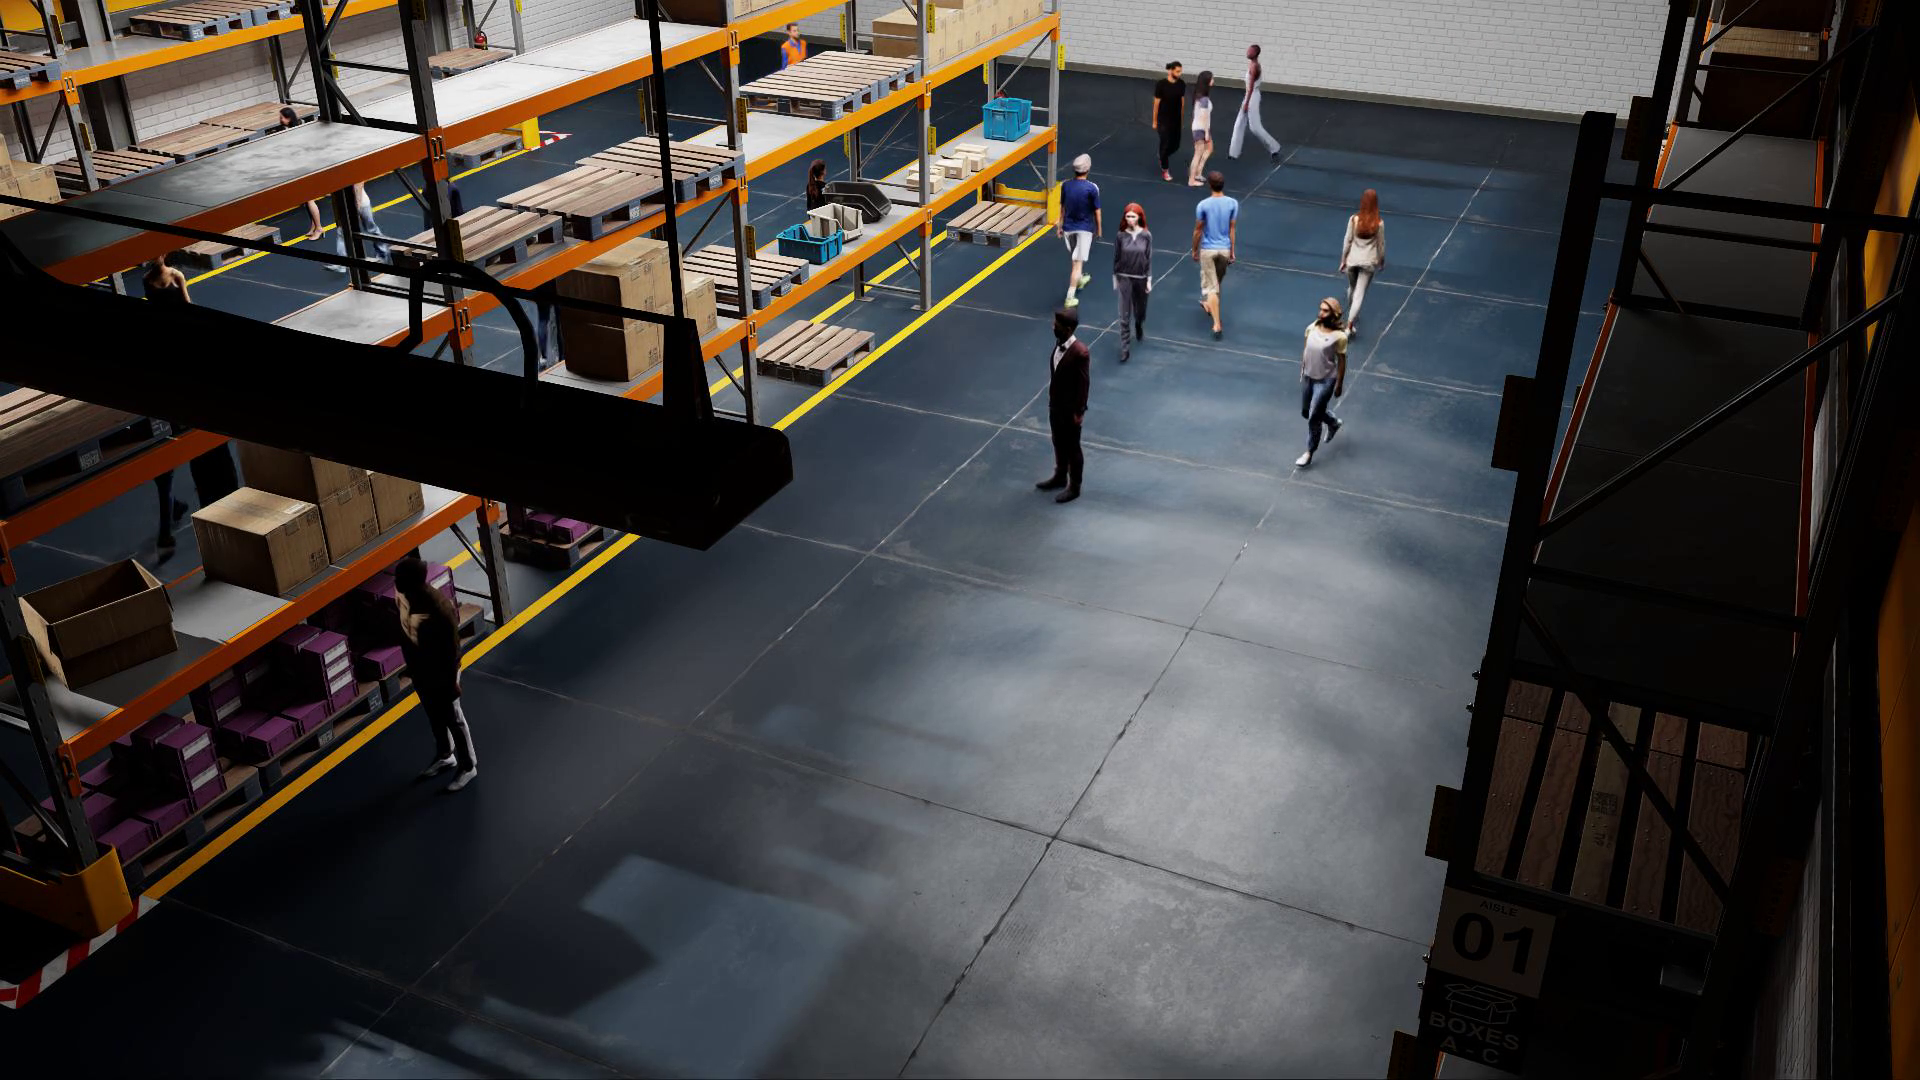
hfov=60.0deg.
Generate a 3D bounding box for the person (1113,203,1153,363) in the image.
[{"bbox_3d":[1.935,-2.898,18.546,0.745,1.762,0.963,5,29,8],"label":"person"}]

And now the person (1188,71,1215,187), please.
[{"bbox_3d":[3.449,-6.006,24.313,0.794,1.695,0.699,0,29,-1],"label":"person"}]

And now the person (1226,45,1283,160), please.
[{"bbox_3d":[4.566,-6.655,25.438,0.883,1.756,1.072,3,29,5],"label":"person"}]

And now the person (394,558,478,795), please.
[{"bbox_3d":[-3.640,0.900,11.519,0.772,1.824,0.662,20,35,33],"label":"person"}]

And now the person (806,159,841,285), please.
[{"bbox_3d":[-1.738,-3.993,20.768,0.535,1.555,0.526,13,31,23],"label":"person"}]

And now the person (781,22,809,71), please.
[{"bbox_3d":[-2.670,-7.374,26.663,0.928,1.846,1.093,23,36,35],"label":"person"}]

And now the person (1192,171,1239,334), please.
[{"bbox_3d":[2.960,-3.277,19.185,1.119,1.816,1.316,-4,29,-7],"label":"person"}]

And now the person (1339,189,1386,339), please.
[{"bbox_3d":[4.581,-3.123,19.057,0.653,1.666,1.056,14,32,24],"label":"person"}]

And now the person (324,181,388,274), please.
[{"bbox_3d":[-7.603,-4.291,21.056,0.669,1.803,1.142,13,31,23],"label":"person"}]

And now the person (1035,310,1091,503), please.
[{"bbox_3d":[0.998,-1.276,15.467,0.808,1.862,0.776,-14,32,-24],"label":"person"}]

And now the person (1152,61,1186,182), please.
[{"bbox_3d":[3.065,-6.248,24.714,0.923,1.736,0.989,-9,30,-17],"label":"person"}]

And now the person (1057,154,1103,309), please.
[{"bbox_3d":[1.391,-3.659,19.915,0.679,1.787,1.187,14,32,24],"label":"person"}]

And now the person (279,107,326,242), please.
[{"bbox_3d":[-8.789,-4.878,22.169,0.821,1.769,0.783,-15,32,-25],"label":"person"}]

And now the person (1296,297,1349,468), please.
[{"bbox_3d":[3.550,-1.565,16.161,1.031,1.706,0.837,-25,37,-38],"label":"person"}]
